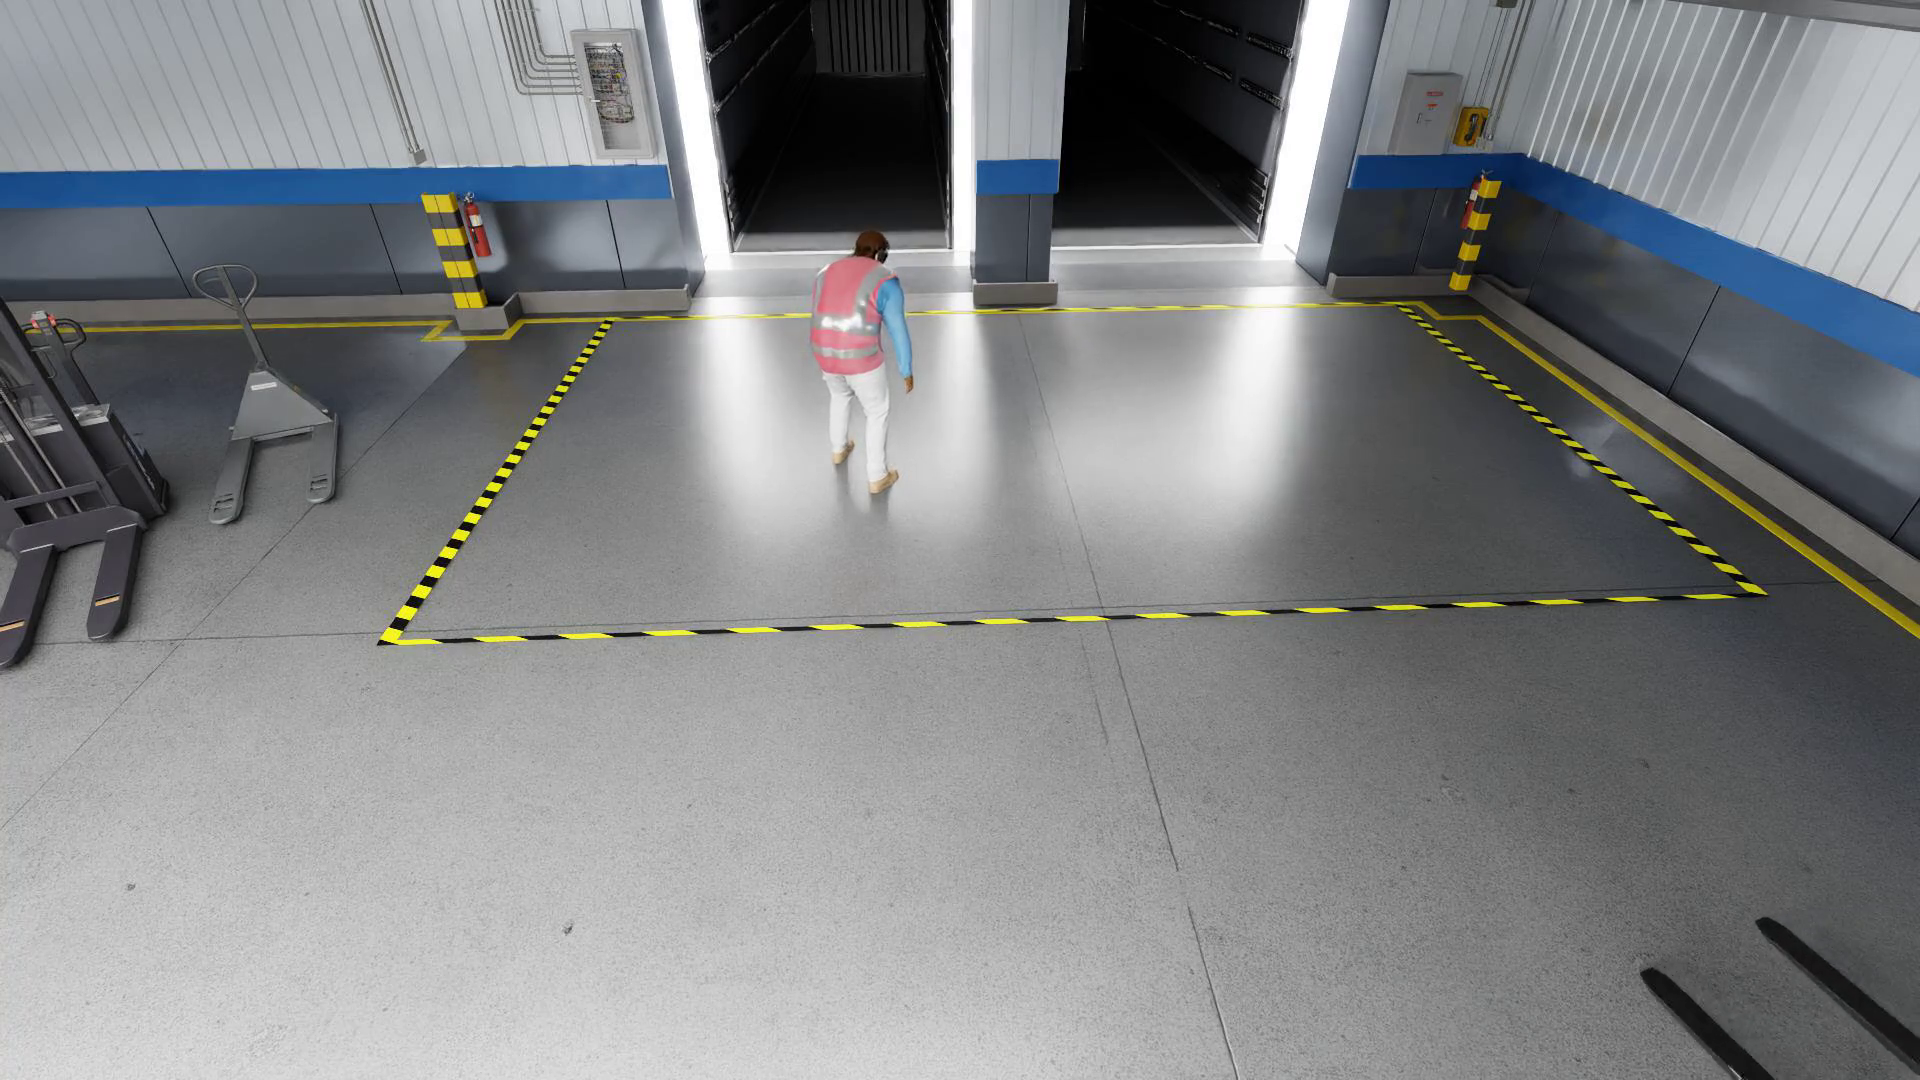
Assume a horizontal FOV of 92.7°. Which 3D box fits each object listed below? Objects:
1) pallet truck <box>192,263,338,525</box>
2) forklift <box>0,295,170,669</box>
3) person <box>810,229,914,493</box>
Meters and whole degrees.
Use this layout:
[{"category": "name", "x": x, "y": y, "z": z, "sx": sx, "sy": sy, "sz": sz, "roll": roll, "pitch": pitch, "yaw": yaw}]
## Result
[{"category": "pallet truck", "x": -4.778, "y": -1.027, "z": 6.128, "sx": 0.680, "sy": 1.201, "sz": 1.601, "roll": -17, "pitch": 38, "yaw": -23}, {"category": "forklift", "x": -5.212, "y": -0.618, "z": 4.878, "sx": 0.823, "sy": 1.965, "sz": 1.885, "roll": -20, "pitch": 39, "yaw": -26}, {"category": "person", "x": -0.607, "y": -1.181, "z": 6.065, "sx": 0.751, "sy": 1.577, "sz": 0.777, "roll": 14, "pitch": 37, "yaw": 20}]
